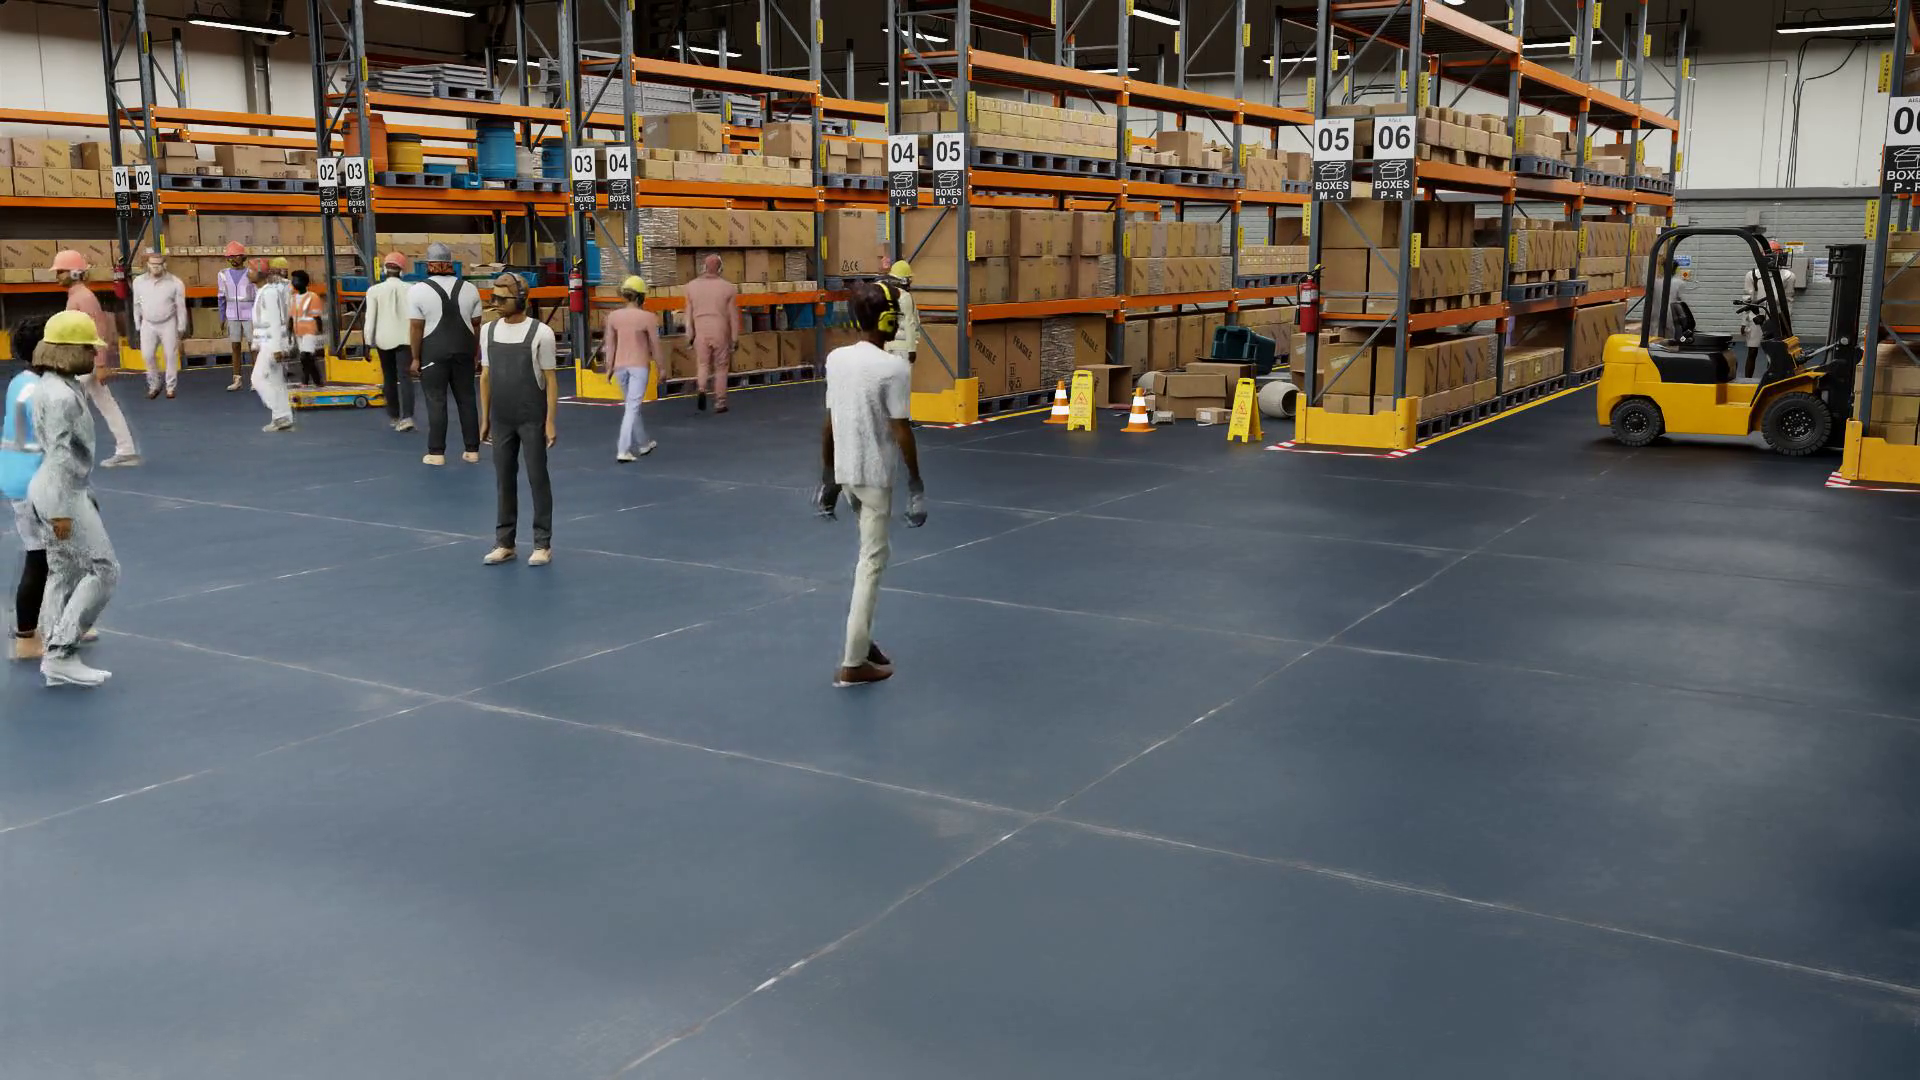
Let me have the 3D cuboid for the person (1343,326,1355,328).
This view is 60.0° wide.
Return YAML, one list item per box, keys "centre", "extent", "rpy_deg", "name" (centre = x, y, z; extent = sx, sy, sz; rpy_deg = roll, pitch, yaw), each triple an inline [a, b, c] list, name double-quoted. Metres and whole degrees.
- centre: [5.503, -3.000, 22.784]
  extent: [0.545, 1.939, 0.354]
  rpy_deg: [6, 12, 31]
  name: "person"

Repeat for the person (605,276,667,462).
- centre: [-3.033, -1.603, 15.584]
  extent: [0.543, 1.713, 0.922]
  rpy_deg: [4, 11, 20]
  name: "person"

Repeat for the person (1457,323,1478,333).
- centre: [9.463, -4.439, 31.029]
  extent: [0.630, 1.872, 0.642]
  rpy_deg: [4, 11, 23]
  name: "person"

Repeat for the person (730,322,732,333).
- centre: [-3.681, -3.438, 25.279]
  extent: [0.625, 1.931, 0.373]
  rpy_deg: [0, 10, 1]
  name: "person"

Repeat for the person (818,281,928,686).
- centre: [-0.386, -0.258, 7.669]
  extent: [0.550, 1.848, 0.571]
  rpy_deg: [10, 14, 44]
  name: "person"

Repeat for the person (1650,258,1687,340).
- centre: [10.140, -3.149, 23.957]
  extent: [0.529, 1.831, 0.967]
  rpy_deg: [4, 11, 24]
  name: "person"

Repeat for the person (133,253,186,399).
- centre: [-10.395, -2.768, 21.590]
  extent: [0.661, 1.887, 0.643]
  rpy_deg: [-2, 10, -14]
  name: "person"

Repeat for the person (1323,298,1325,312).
- centre: [7.475, -4.884, 34.282]
  extent: [0.592, 1.602, 0.537]
  rpy_deg: [4, 11, 23]
  name: "person"

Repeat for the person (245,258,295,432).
- centre: [-7.390, -2.065, 17.755]
  extent: [0.495, 1.867, 0.581]
  rpy_deg: [-5, 11, -24]
  name: "person"

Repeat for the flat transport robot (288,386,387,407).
- centre: [-7.766, -1.763, 20.521]
  extent: [1.431, 0.197, 0.652]
  rpy_deg: [-5, 11, -26]
  name: "flat transport robot"

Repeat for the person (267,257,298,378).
- centre: [-10.204, -3.331, 24.982]
  extent: [0.592, 1.817, 0.453]
  rpy_deg: [4, 11, 23]
  name: "person"

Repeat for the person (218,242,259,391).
- centre: [-9.833, -3.048, 22.756]
  extent: [0.615, 2.041, 0.387]
  rpy_deg: [0, 10, -3]
  name: "person"

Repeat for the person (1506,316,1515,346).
- centre: [9.293, -3.828, 27.529]
  extent: [0.639, 1.902, 0.406]
  rpy_deg: [4, 11, 21]
  name: "person"

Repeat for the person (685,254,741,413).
- centre: [-2.926, -2.441, 19.785]
  extent: [0.664, 1.888, 0.464]
  rpy_deg: [1, 10, 7]
  name: "person"

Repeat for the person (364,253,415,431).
- centre: [-6.122, -2.147, 18.073]
  extent: [0.683, 1.929, 1.024]
  rpy_deg: [-4, 11, -19]
  name: "person"

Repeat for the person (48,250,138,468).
- centre: [-7.914, -1.585, 14.806]
  extent: [1.014, 1.944, 0.649]
  rpy_deg: [-6, 12, -29]
  name: "person"

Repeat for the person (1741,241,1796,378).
- centre: [10.474, -2.843, 21.608]
  extent: [0.605, 2.045, 0.377]
  rpy_deg: [5, 11, 27]
  name: "person"

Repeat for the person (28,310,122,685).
- centre: [-4.026, -0.173, 7.537]
  extent: [0.400, 1.724, 0.516]
  rpy_deg: [-7, 12, -34]
  name: "person"

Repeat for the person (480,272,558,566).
- centre: [-2.773, -0.750, 10.449]
  extent: [0.505, 1.842, 0.349]
  rpy_deg: [2, 10, 11]
  name: "person"

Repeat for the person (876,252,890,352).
- centre: [-0.795, -2.586, 20.513]
  extent: [0.553, 1.919, 0.692]
  rpy_deg: [6, 12, 31]
  name: "person"

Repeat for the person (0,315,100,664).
- centre: [-4.406, -0.247, 8.072]
  extent: [0.503, 1.676, 0.571]
  rpy_deg: [-8, 13, -36]
  name: "person"

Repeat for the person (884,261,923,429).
- centre: [-0.636, -2.125, 18.173]
  extent: [0.404, 1.831, 0.600]
  rpy_deg: [-6, 12, -31]
  name: "person"

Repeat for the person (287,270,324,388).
- centre: [-8.584, -2.661, 21.625]
  extent: [0.550, 1.668, 0.709]
  rpy_deg: [6, 12, 31]
  name: "person"

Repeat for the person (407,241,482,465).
- centre: [-4.758, -1.715, 15.298]
  extent: [0.675, 2.000, 0.537]
  rpy_deg: [-8, 13, -37]
  name: "person"
